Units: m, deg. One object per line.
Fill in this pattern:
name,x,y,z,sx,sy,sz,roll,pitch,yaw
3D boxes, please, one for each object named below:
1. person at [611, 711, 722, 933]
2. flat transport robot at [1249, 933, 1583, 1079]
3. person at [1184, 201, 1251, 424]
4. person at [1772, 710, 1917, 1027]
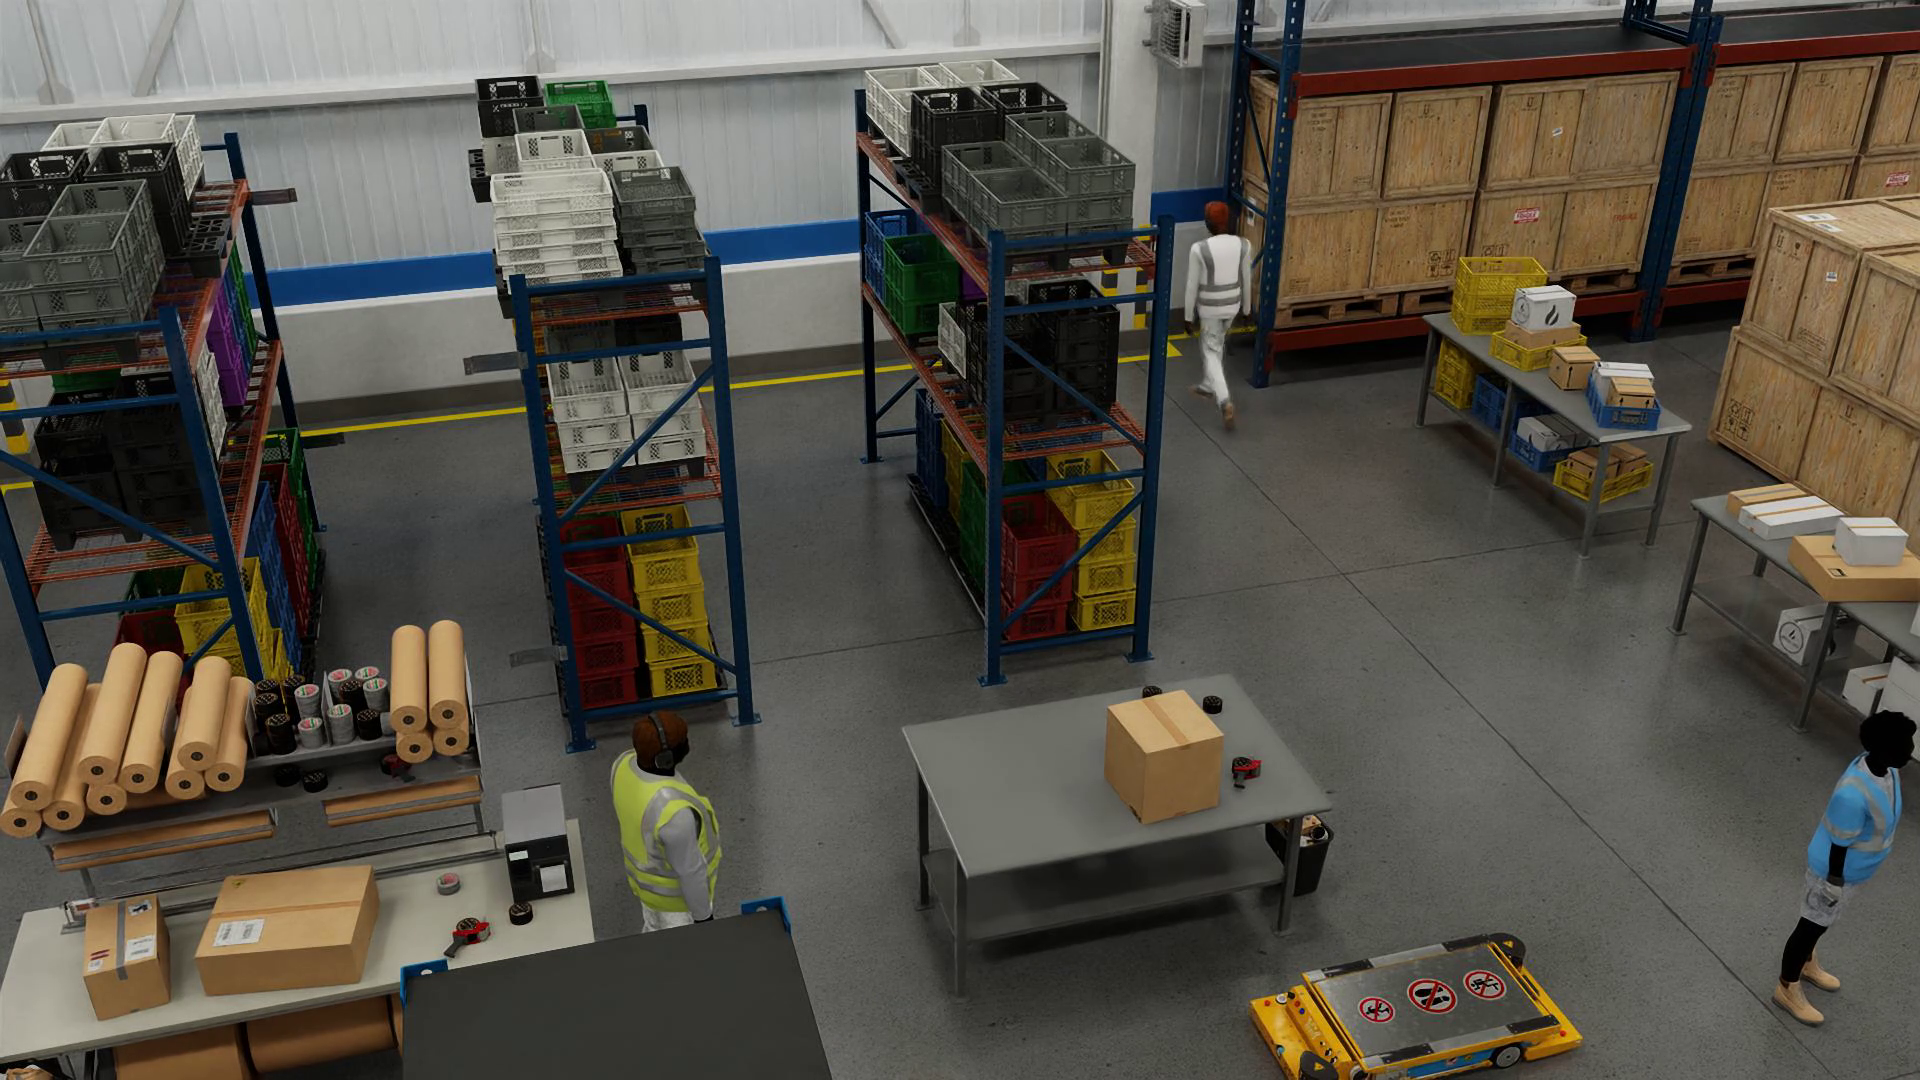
person,-1.308,1.571,7.657,0.429,1.844,0.627,-20,34,-32
flat transport robot,2.184,2.282,7.980,1.431,0.197,0.652,-8,30,-14
person,2.209,-1.915,14.002,0.623,1.850,0.863,-12,31,-20
person,4.199,1.526,7.886,0.319,1.696,0.532,23,36,35
